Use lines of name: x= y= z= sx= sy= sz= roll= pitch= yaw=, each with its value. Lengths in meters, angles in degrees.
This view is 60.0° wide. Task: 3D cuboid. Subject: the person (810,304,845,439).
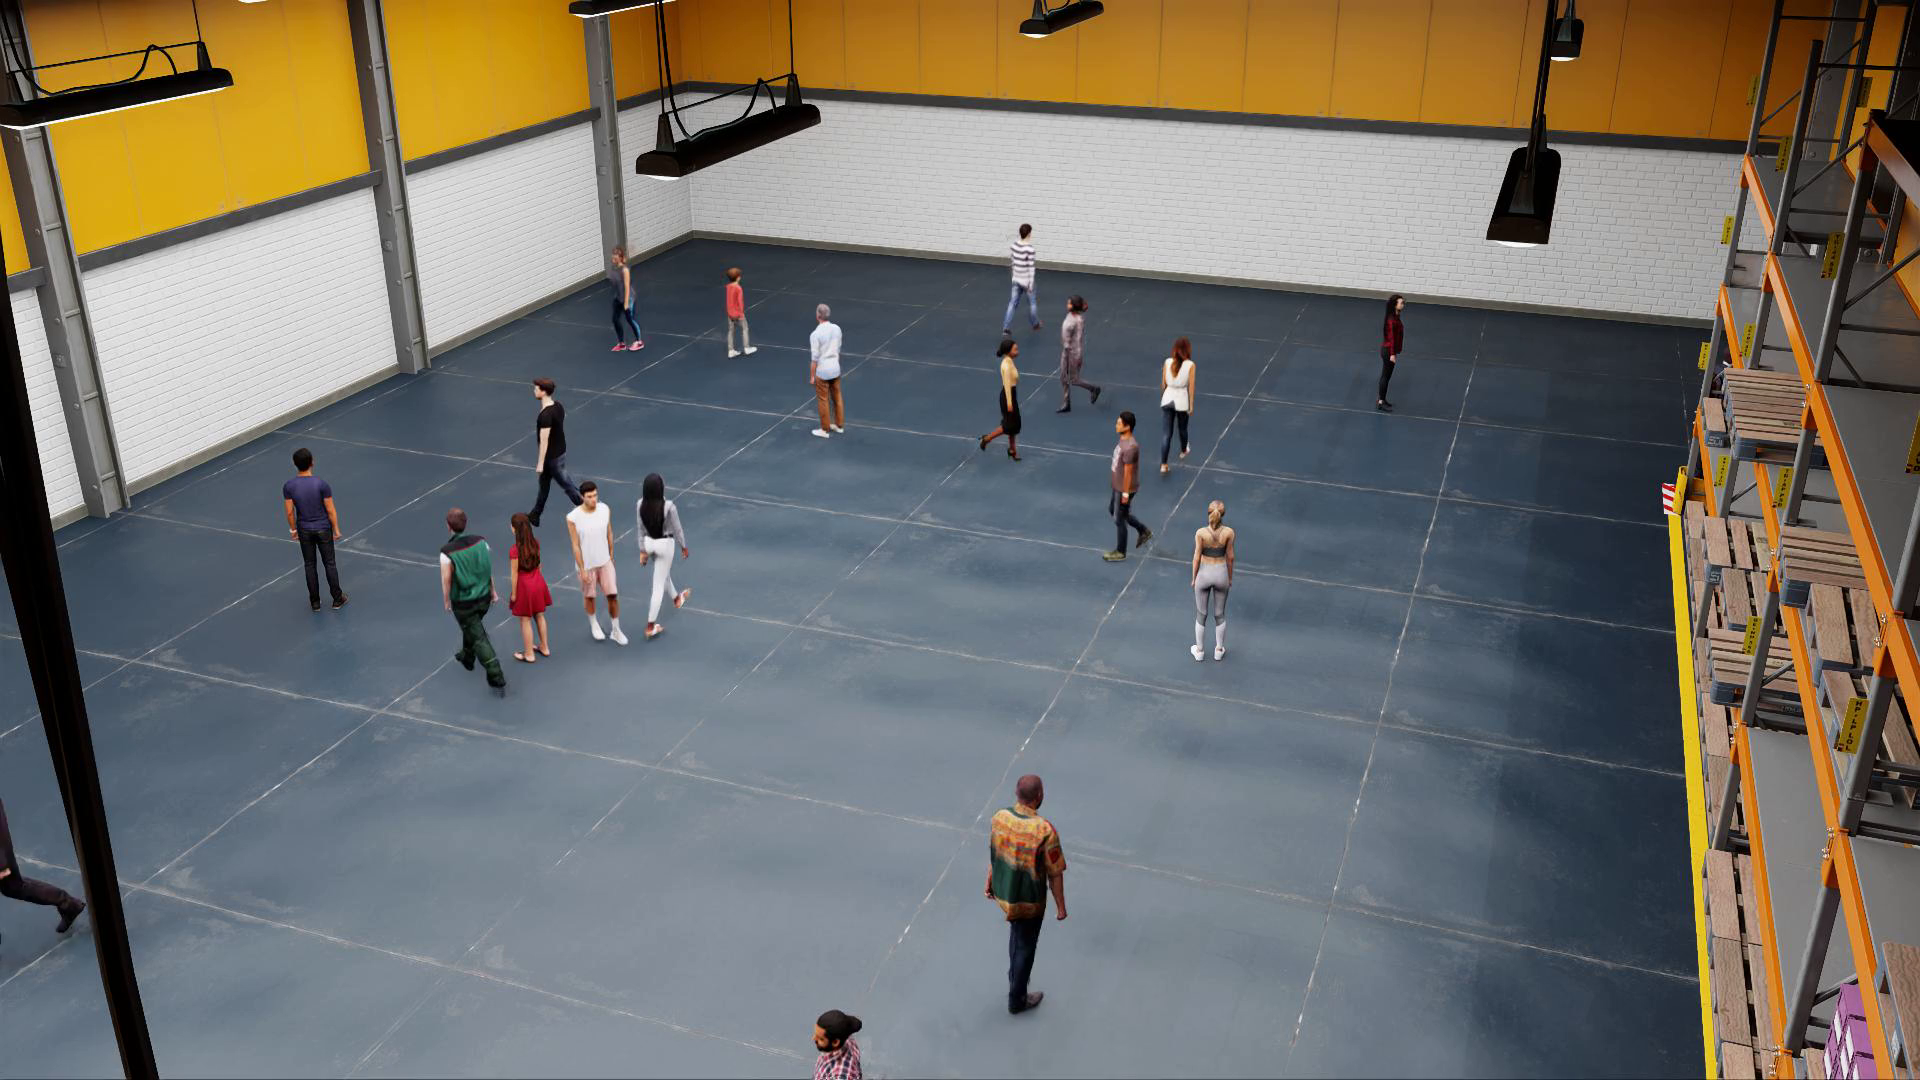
person: x=-1.804 y=-2.298 z=22.512 sx=0.820 sy=1.825 sz=0.656 roll=21 pitch=31 yaw=40

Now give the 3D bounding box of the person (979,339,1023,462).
person: x=0.560 y=-1.789 z=21.578 sx=0.737 sy=1.641 sz=0.796 roll=3 pitch=24 yaw=7

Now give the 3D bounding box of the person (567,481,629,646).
person: x=-3.760 y=0.188 z=16.899 sx=0.896 sy=1.765 sz=0.940 roll=-13 pitch=27 yaw=-28

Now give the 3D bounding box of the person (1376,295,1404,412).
person: x=6.075 y=-2.664 z=23.560 sx=0.663 sy=1.658 sz=0.474 roll=6 pitch=24 yaw=13

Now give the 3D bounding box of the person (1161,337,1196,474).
person: x=2.710 y=-1.670 z=21.194 sx=0.619 sy=1.731 sz=1.157 roll=8 pitch=25 yaw=17

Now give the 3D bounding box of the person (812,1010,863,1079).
person: x=-0.627 y=3.420 z=9.523 sx=1.046 sy=1.751 sz=1.054 roll=-4 pitch=24 yaw=-9

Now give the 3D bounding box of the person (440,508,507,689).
person: x=-4.651 y=0.603 z=15.913 sx=1.004 sy=1.795 sz=1.189 roll=21 pitch=31 yaw=39

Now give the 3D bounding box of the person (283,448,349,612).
person: x=-6.820 y=-0.111 z=17.550 sx=0.720 sy=1.792 sz=0.711 roll=-5 pitch=24 yaw=-11

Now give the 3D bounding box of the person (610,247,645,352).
person: x=-5.215 y=-3.766 z=26.034 sx=0.853 sy=1.694 sz=0.709 roll=-21 pitch=31 yaw=-39

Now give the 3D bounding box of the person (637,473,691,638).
person: x=-3.119 y=0.178 z=17.039 sx=0.654 sy=1.673 sz=1.180 roll=11 pitch=26 yaw=23

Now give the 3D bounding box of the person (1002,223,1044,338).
person: x=0.941 y=-4.126 z=26.716 sx=0.903 sy=1.807 sz=1.269 roll=17 pitch=29 yaw=33

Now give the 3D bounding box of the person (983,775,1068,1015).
person: x=0.381 y=2.500 z=11.594 sx=0.861 sy=1.778 sz=0.807 roll=19 pitch=30 yaw=37

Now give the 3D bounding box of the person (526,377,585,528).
person: x=-4.654 y=-0.962 z=19.423 sx=1.071 sy=1.851 sz=1.237 roll=-1 pitch=24 yaw=-2

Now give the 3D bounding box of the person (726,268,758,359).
person: x=-3.530 y=-3.512 z=25.815 sx=0.676 sy=1.404 sz=0.807 roll=19 pitch=30 yaw=36

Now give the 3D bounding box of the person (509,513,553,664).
person: x=-4.291 y=0.463 z=16.538 sx=0.666 sy=1.550 sz=0.598 roll=14 pitch=27 yaw=29

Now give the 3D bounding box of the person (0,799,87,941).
person: x=-6.968 y=2.254 z=12.122 sx=1.247 sy=1.807 sz=1.167 roll=-12 pitch=26 yaw=-25

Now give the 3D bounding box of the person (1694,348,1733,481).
person: x=9.472 y=-1.538 z=20.775 sx=0.840 sy=1.824 sz=0.690 roll=-2 pitch=24 yaw=-5

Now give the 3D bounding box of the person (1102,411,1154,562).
person: x=1.936 y=-0.600 z=18.702 sx=0.888 sy=1.766 sz=0.888 roll=-3 pitch=24 yaw=-6

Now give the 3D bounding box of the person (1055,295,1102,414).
person: x=1.652 y=-2.607 z=23.376 sx=0.972 sy=1.700 sz=0.934 roll=-9 pitch=25 yaw=-20

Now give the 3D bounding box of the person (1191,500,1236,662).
person: x=2.505 y=0.397 z=16.500 sx=0.633 sy=1.703 sz=0.643 roll=0 pitch=24 yaw=0
